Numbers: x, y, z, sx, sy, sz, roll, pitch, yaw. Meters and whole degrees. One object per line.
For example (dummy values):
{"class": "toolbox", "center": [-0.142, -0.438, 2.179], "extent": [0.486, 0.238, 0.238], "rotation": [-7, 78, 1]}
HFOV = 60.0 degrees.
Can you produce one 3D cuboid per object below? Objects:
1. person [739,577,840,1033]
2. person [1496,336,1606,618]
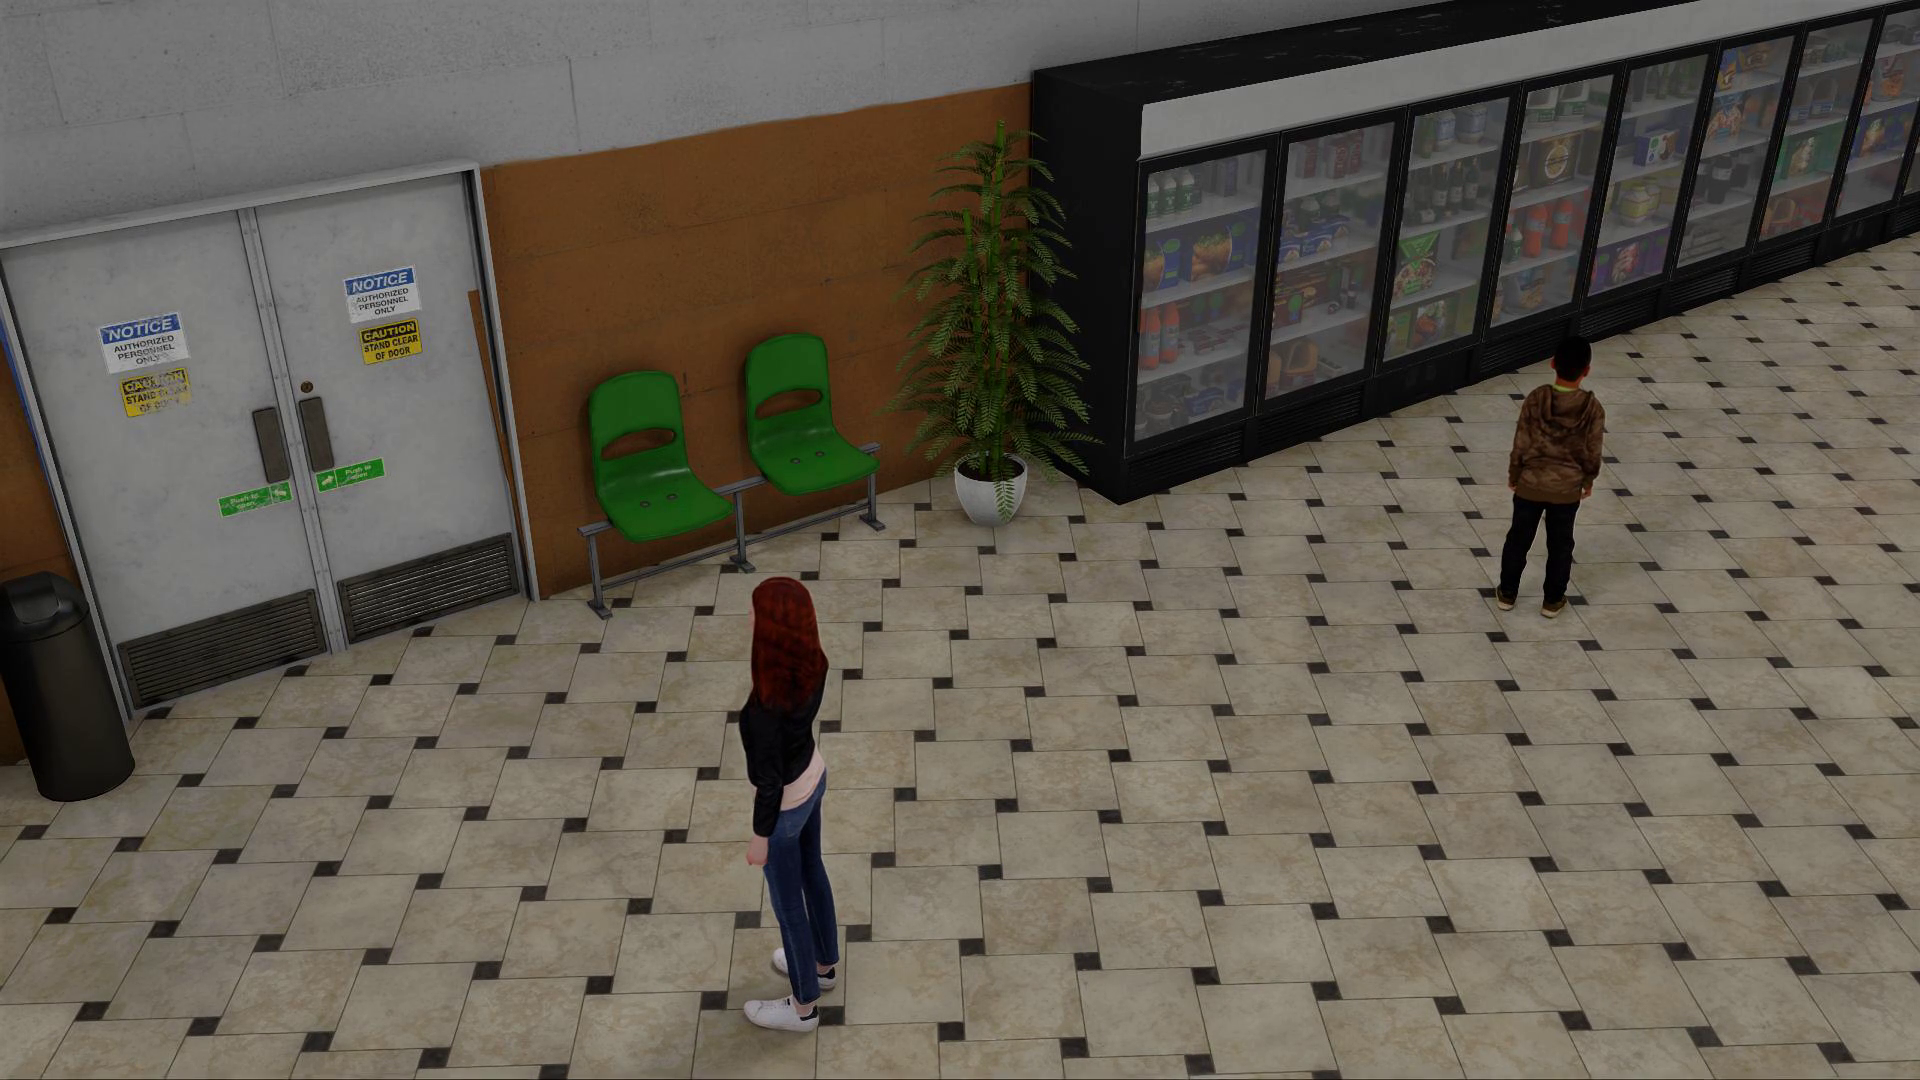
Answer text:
{"class": "person", "center": [-0.583, 0.905, 5.660], "extent": [0.715, 1.787, 0.672], "rotation": [8, 30, 15]}
{"class": "person", "center": [2.918, -0.307, 8.227], "extent": [0.659, 1.454, 0.743], "rotation": [11, 30, 19]}
